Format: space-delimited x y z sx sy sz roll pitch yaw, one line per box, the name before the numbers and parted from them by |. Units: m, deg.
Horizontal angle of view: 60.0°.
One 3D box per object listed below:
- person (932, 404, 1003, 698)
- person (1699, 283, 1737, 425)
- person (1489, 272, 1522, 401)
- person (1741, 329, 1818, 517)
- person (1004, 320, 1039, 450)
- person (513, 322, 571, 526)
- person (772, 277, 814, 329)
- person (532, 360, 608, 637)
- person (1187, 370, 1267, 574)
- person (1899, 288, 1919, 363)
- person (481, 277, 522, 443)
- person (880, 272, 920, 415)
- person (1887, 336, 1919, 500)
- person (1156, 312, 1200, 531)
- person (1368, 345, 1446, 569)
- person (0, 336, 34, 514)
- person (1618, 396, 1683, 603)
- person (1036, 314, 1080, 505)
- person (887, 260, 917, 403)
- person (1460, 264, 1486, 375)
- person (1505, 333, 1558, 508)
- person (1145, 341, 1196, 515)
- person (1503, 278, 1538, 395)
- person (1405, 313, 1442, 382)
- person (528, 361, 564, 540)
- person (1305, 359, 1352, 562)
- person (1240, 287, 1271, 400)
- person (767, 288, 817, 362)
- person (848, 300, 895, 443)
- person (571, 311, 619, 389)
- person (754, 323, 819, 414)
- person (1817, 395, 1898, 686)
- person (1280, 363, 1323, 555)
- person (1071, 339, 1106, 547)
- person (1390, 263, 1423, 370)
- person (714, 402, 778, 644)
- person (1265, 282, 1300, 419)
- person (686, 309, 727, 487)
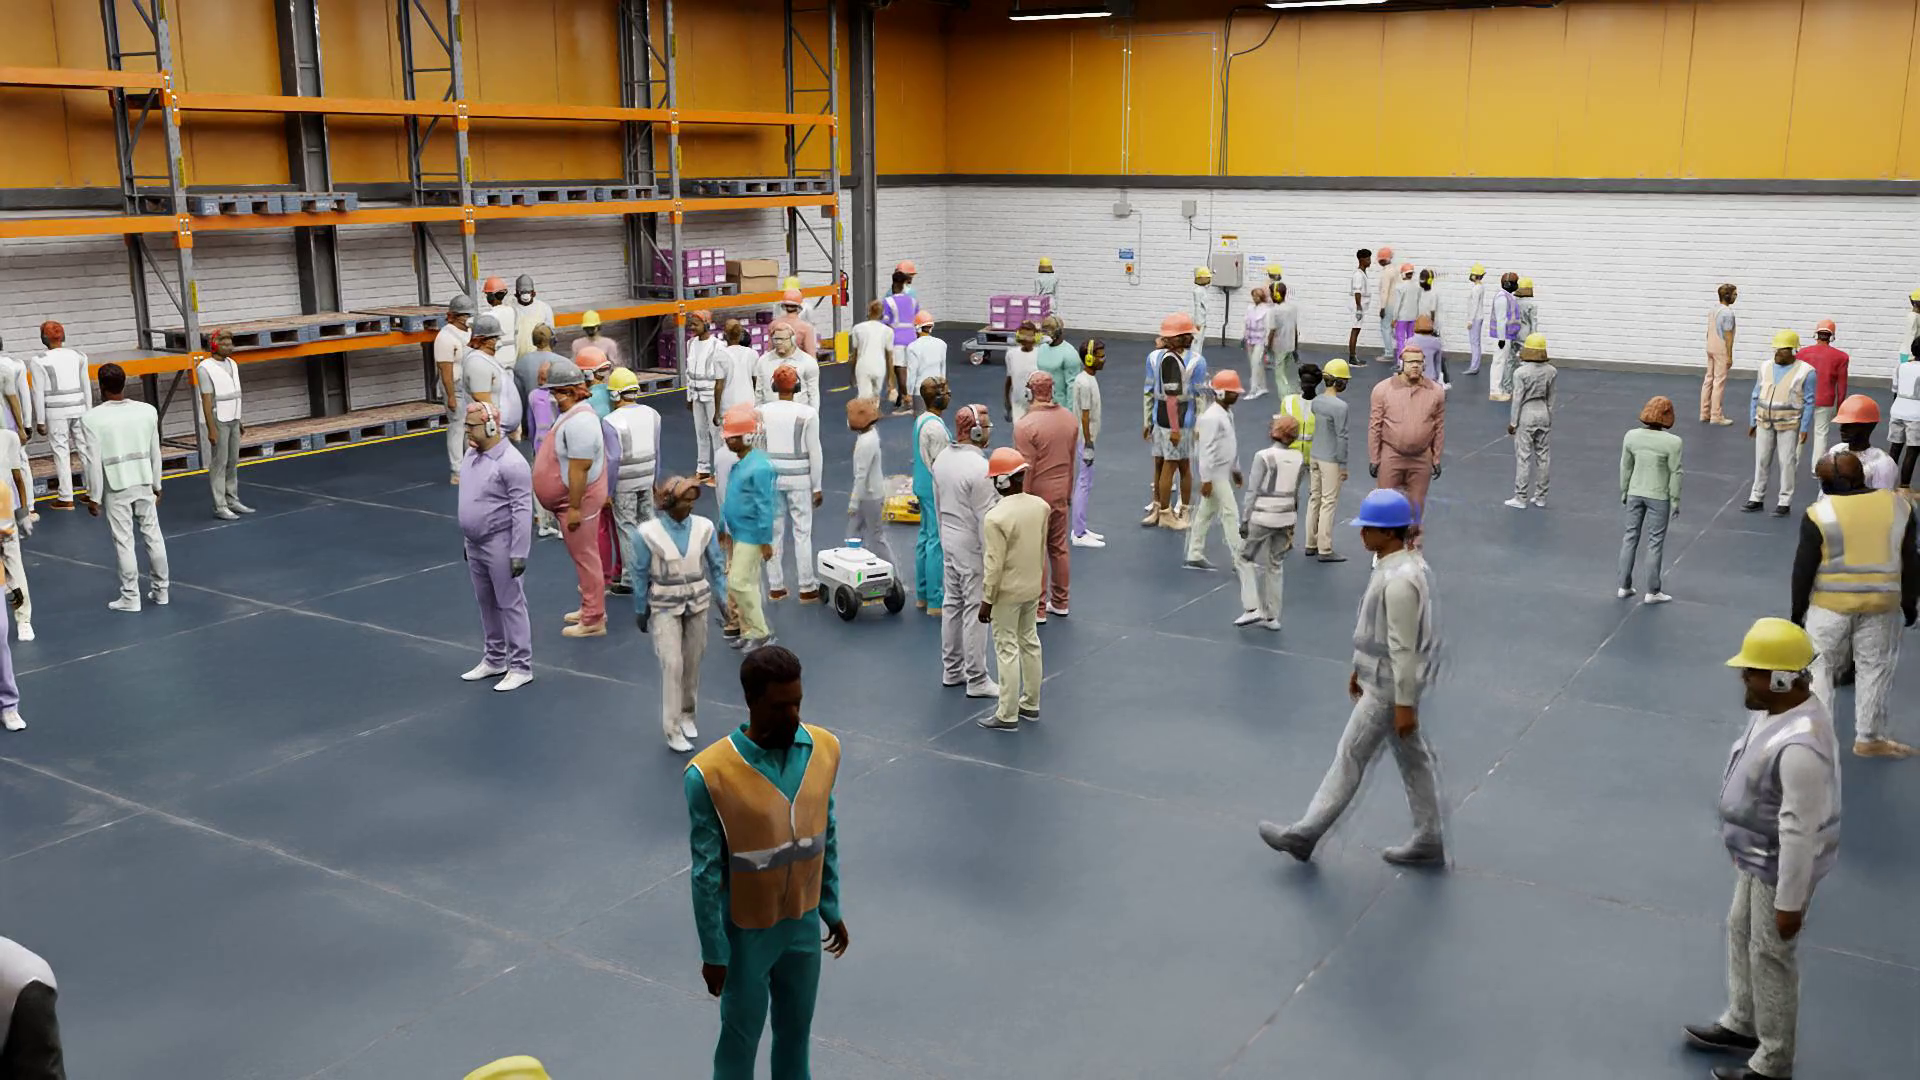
person | 0.087 0.069 10.803 0.407 1.909 0.639 -7 15 -29
person | 9.955 -2.428 21.768 0.345 1.846 0.506 -2 13 -7
person | 7.846 -2.930 23.951 0.429 1.841 0.634 6 14 23
person | 7.982 -1.143 16.219 0.404 1.830 0.601 -10 16 -36
person | 0.704 -1.399 17.381 0.505 1.827 0.910 3 13 12
person | -3.898 -1.084 15.730 0.629 1.940 0.376 4 14 17
person | -2.263 -2.654 22.686 0.586 1.886 0.984 6 14 23
person | -2.855 -0.321 12.200 0.535 2.000 0.685 -4 13 -15
person | 2.276 -0.559 13.914 0.804 1.718 0.587 4 14 18
person | 12.625 -2.451 22.042 0.312 1.768 0.522 8 15 31
person | -5.581 -2.156 20.155 0.371 2.044 0.608 5 14 23
person | -0.810 -2.700 22.829 0.661 1.914 0.719 -11 17 -39
person | 9.731 -1.252 17.011 0.319 1.690 0.536 -3 13 -13
person | 2.036 -1.114 15.628 0.377 2.045 0.605 2 13 9
person | 3.783 -0.695 14.107 0.641 1.913 0.407 0 13 1
person | -9.154 -1.088 15.868 0.351 1.884 0.582 9 16 35
person | 5.432 -0.321 13.090 0.278 1.633 0.507 -10 16 -37
person | 0.940 -1.289 16.631 0.373 1.935 0.628 -8 15 -33
person | -0.787 -2.939 23.587 0.418 2.034 0.604 -10 16 -37
person | 8.293 -3.556 26.825 0.306 1.772 0.525 6 14 25
person | 5.697 -1.191 16.621 0.487 1.744 0.313 -4 14 -16
person | 2.084 -1.185 16.329 0.531 1.867 0.317 9 16 34
person | 8.173 -2.947 24.247 0.492 1.740 0.316 12 17 41
person | 5.511 -1.888 19.892 0.549 1.620 0.417 -4 14 -17
person | -3.726 -0.819 15.238 0.523 1.638 0.310 8 15 30
person | 3.209 -0.688 14.416 0.338 1.761 0.525 -4 14 -17
person | 4.318 -2.859 24.156 0.491 1.644 0.520 -6 14 -26
person | -1.899 -1.880 19.062 0.624 1.992 0.393 6 14 25
person | -1.034 -1.948 19.800 0.562 1.797 0.906 -3 13 -14
person | -4.198 -1.742 19.037 0.534 1.735 0.765 2 13 10
person | -1.683 -1.137 16.035 0.652 1.905 0.408 4 13 15
person | 5.865 0.000 11.029 0.363 1.939 0.542 -4 14 -16
person | 3.051 -0.717 14.669 0.535 1.698 0.318 6 14 23
person | 1.164 -0.874 14.981 0.312 1.866 0.538 1 13 3
person | 7.322 -3.672 27.365 0.573 1.749 0.342 -6 14 -25
person | -1.542 -0.116 11.941 0.335 1.748 0.572 -8 15 -32
person | 4.270 -2.502 22.079 0.550 1.843 0.423 -10 16 -37
person | -2.698 -1.510 17.699 0.579 1.882 0.342 11 17 39
